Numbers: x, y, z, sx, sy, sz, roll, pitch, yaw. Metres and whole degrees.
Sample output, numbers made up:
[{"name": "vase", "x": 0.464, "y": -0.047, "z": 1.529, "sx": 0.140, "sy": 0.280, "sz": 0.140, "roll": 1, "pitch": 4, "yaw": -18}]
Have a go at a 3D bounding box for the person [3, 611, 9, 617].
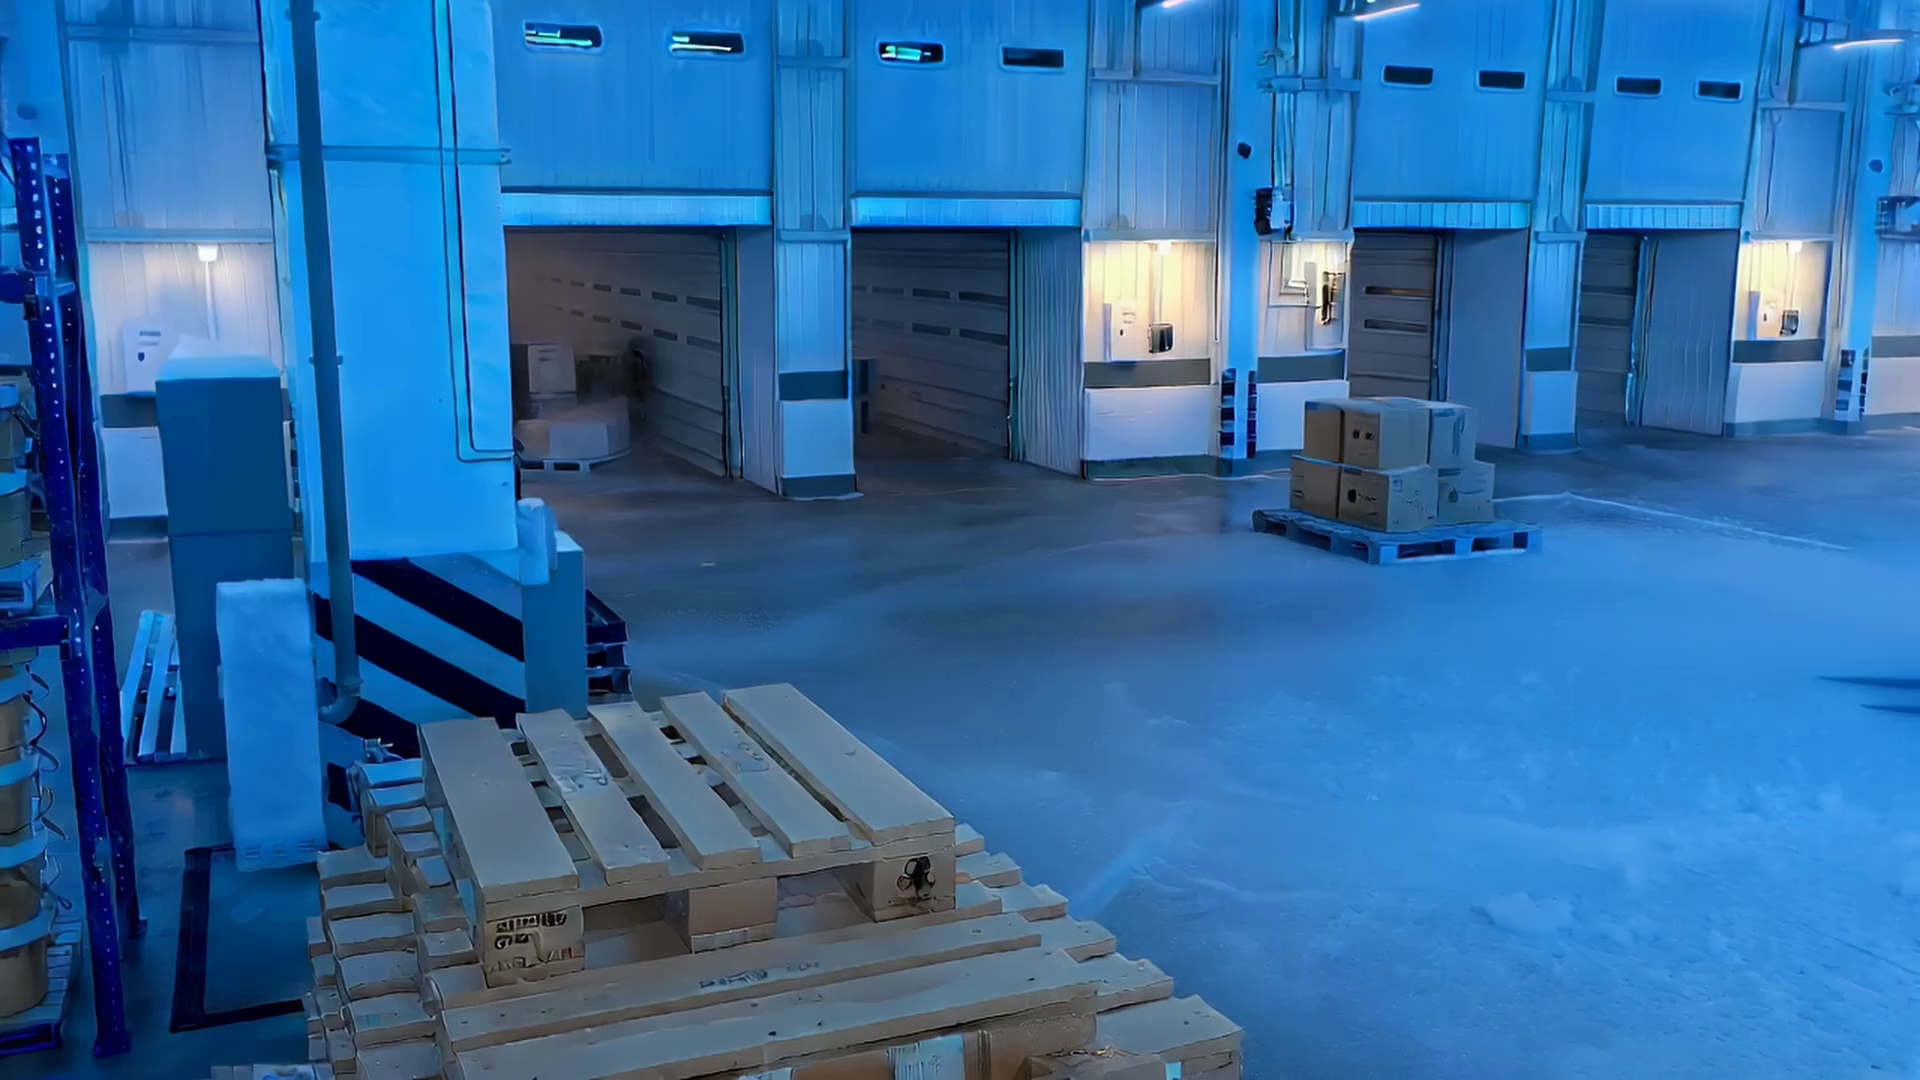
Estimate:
[{"name": "person", "x": -4.934, "y": 0.301, "z": 8.137, "sx": 0.551, "sy": 1.932, "sz": 0.378, "roll": -7, "pitch": 12, "yaw": -34}]
